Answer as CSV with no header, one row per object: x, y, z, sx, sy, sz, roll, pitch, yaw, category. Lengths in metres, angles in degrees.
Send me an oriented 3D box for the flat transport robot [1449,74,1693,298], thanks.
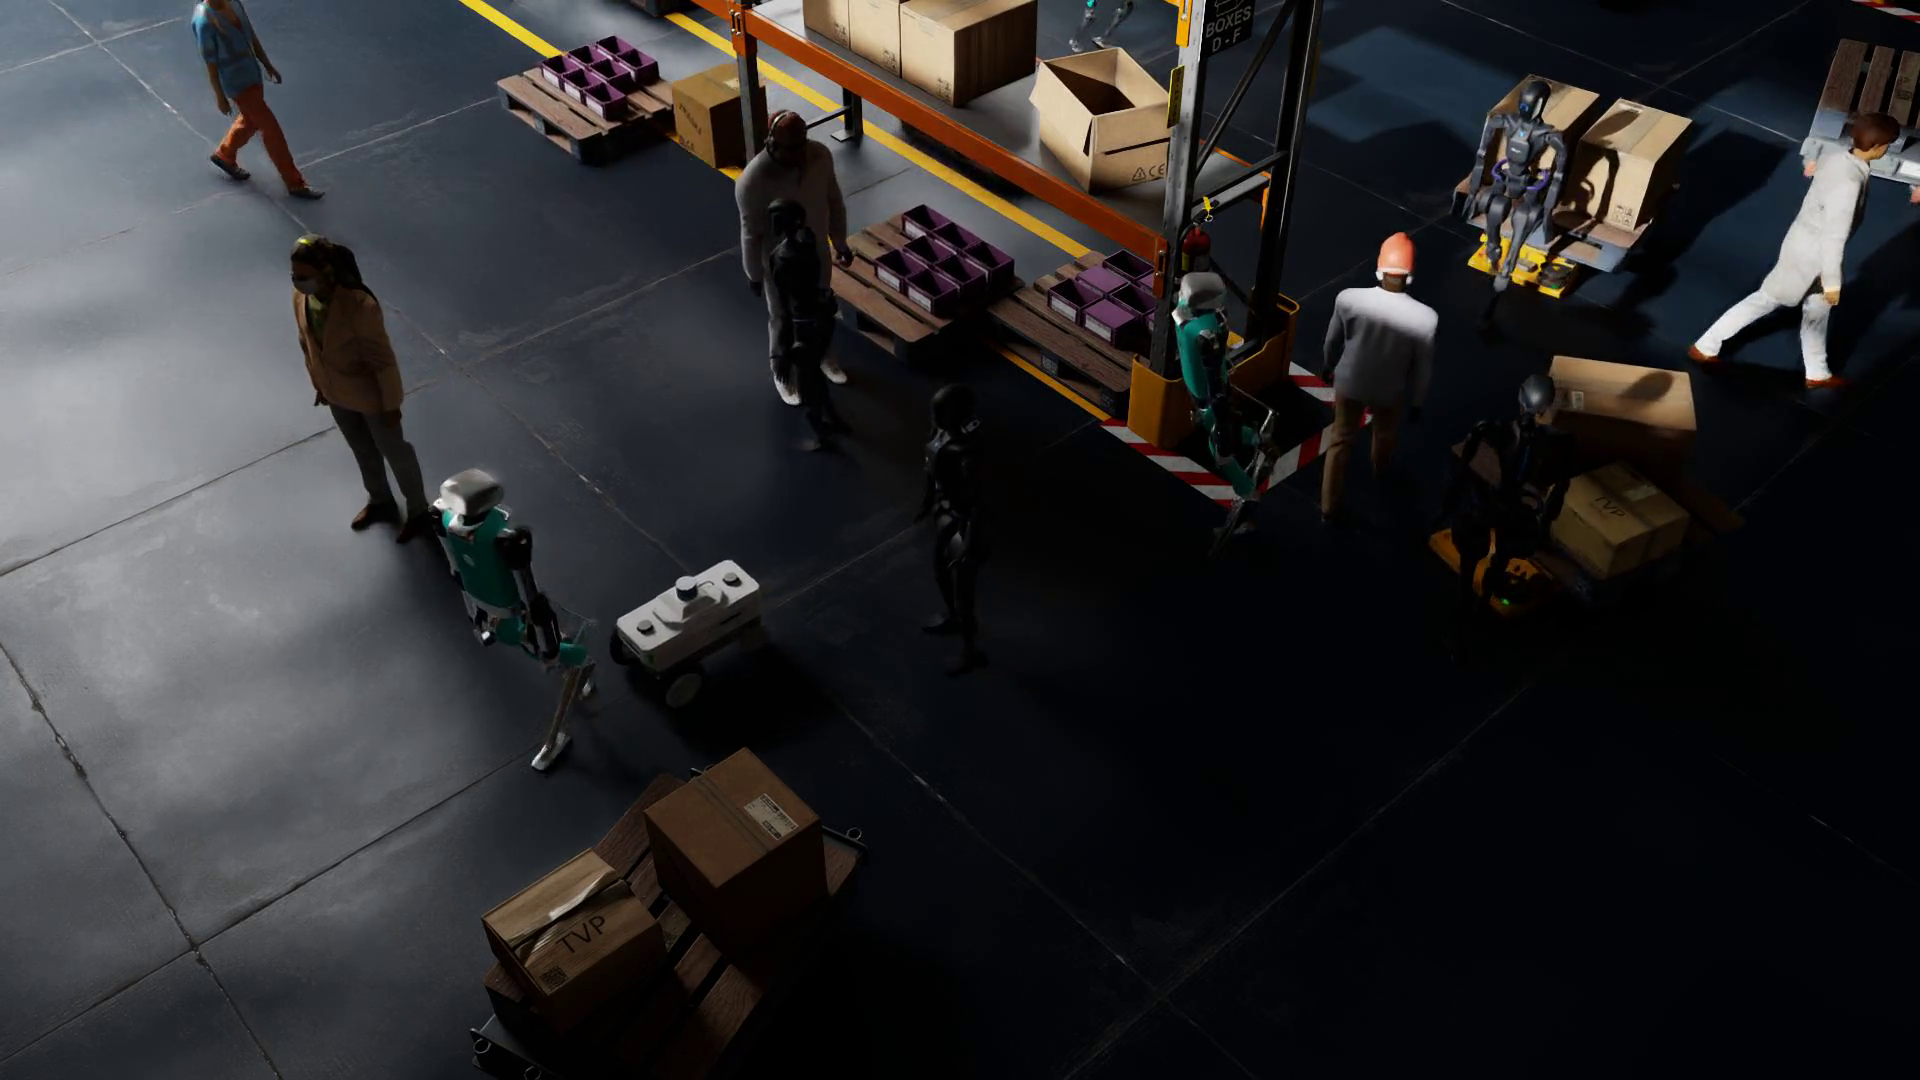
4.107,-2.150,11.433,0.659,0.231,1.431,27,49,26,flat transport robot

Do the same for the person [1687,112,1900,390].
5.005,-1.673,9.805,0.971,1.777,0.598,20,46,21,person

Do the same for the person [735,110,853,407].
-0.946,-1.650,9.693,0.655,1.896,0.398,-30,50,-29,person

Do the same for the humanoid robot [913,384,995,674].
-0.025,-0.085,8.139,0.330,1.650,0.603,-16,45,-17,humanoid robot

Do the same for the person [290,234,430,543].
-3.172,-0.807,8.789,0.566,1.875,0.392,17,45,18,person

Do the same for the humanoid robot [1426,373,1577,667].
2.628,-0.103,8.170,0.599,1.640,0.493,6,43,7,humanoid robot

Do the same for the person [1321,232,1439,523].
2.265,-0.929,9.036,0.596,1.714,0.802,17,45,17,person

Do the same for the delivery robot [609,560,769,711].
-1.366,0.435,8.404,0.773,0.586,0.499,-31,51,-29,delivery robot

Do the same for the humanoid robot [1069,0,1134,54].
1.135,-4.616,13.005,0.543,1.761,0.671,-13,44,-14,humanoid robot

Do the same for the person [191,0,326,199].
-5.006,-3.198,11.491,0.859,1.730,0.493,5,43,6,person

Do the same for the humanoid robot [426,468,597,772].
-1.929,0.324,7.723,0.542,1.881,0.712,22,47,22,humanoid robot

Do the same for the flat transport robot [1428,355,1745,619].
3.365,-0.050,9.149,1.431,0.231,0.659,-19,46,-19,flat transport robot

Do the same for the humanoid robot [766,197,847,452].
-0.863,-1.197,9.368,0.343,1.650,0.596,9,43,10,humanoid robot

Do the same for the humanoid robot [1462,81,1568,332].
3.469,-2.142,10.421,0.612,1.616,0.794,27,49,26,humanoid robot

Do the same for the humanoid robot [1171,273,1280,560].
1.470,-0.615,8.724,0.822,1.829,0.540,-7,43,-8,humanoid robot
